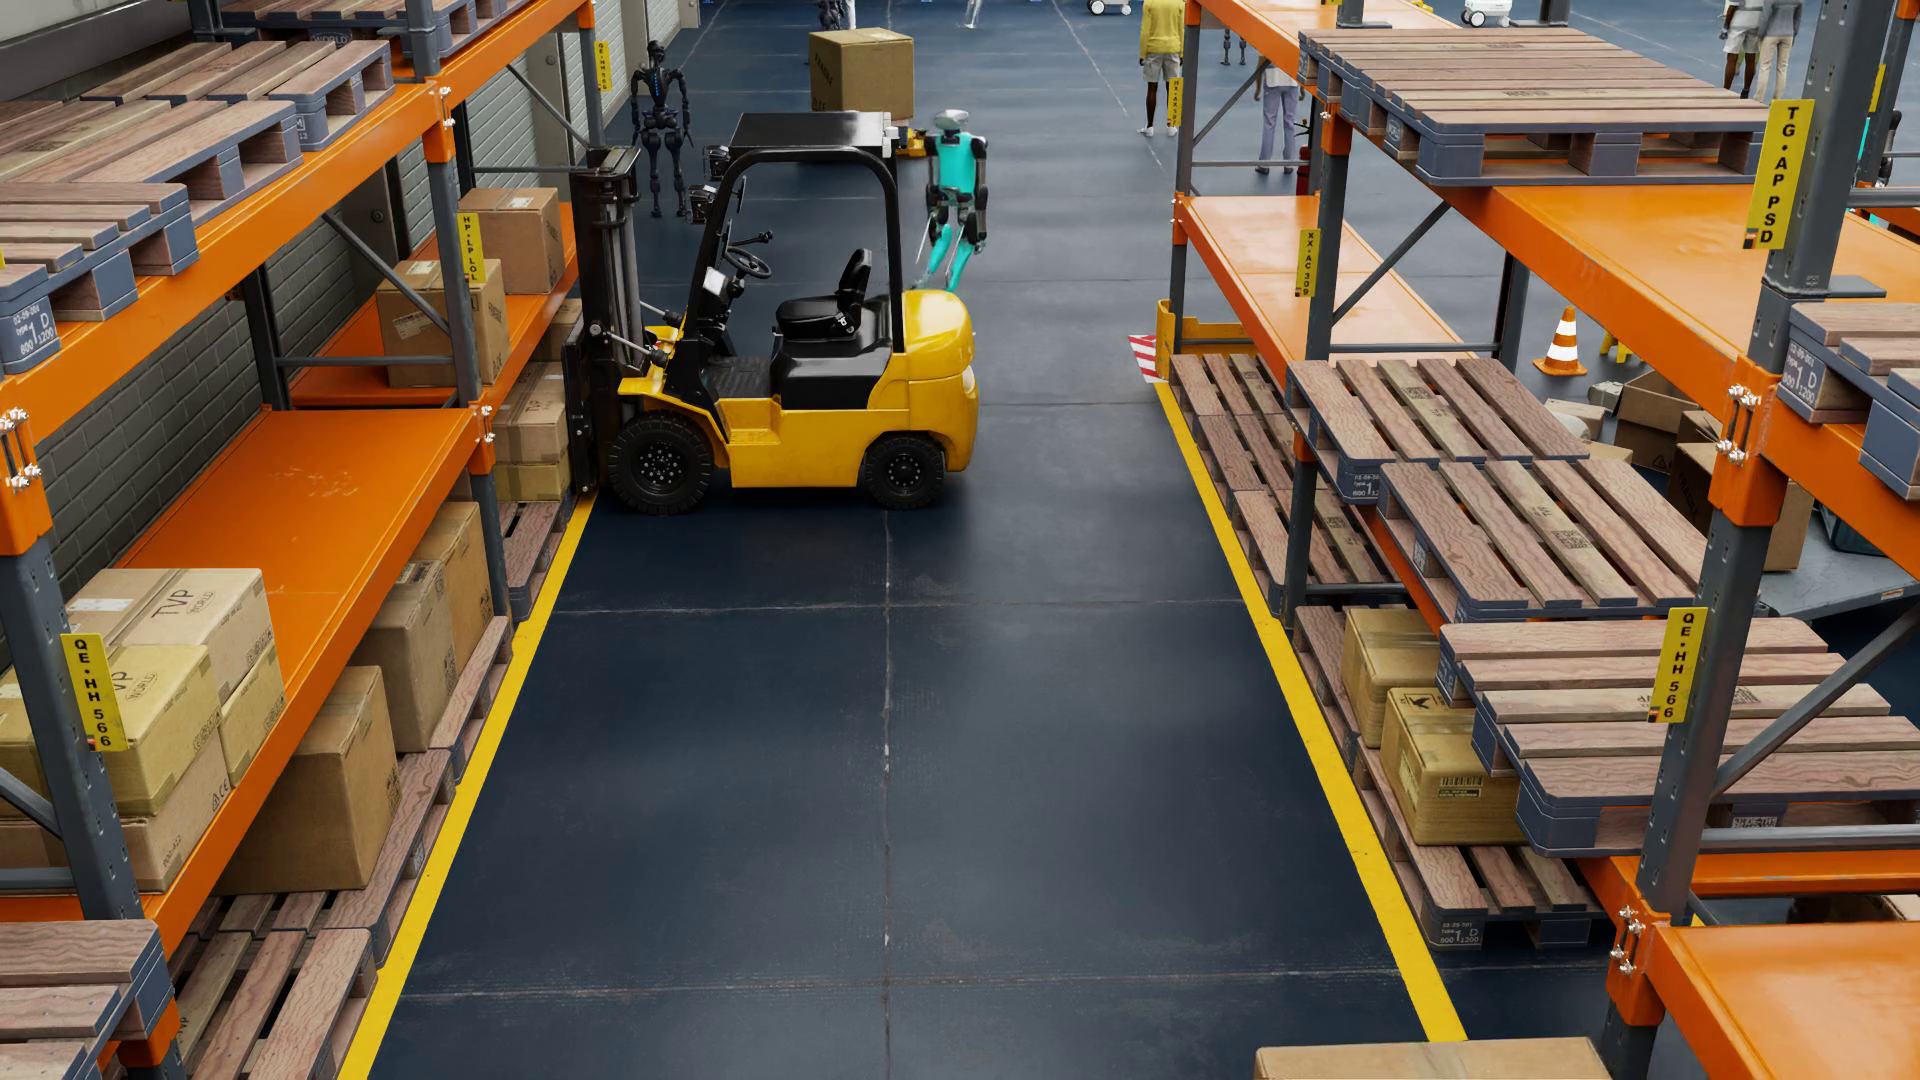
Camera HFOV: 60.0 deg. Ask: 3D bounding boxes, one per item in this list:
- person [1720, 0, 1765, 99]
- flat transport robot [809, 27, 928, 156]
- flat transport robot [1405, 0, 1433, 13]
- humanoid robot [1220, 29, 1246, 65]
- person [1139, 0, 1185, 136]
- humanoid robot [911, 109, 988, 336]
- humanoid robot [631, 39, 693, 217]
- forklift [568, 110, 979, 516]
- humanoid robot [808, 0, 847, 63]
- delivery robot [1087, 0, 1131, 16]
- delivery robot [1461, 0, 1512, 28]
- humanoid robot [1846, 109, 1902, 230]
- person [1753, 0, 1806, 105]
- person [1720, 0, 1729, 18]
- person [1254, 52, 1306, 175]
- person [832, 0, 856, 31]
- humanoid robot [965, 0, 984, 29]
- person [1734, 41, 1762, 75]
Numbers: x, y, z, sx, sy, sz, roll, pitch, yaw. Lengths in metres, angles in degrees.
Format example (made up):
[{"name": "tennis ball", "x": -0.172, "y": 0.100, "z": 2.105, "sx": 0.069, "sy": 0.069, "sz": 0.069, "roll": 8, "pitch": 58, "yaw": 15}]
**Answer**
[{"name": "person", "x": 10.029, "y": -6.568, "z": 21.228, "sx": 0.605, "sy": 1.965, "sz": 0.368, "roll": -1, "pitch": 25, "yaw": -2}, {"name": "flat transport robot", "x": -1.077, "y": -4.494, "z": 18.819, "sx": 1.431, "sy": 0.231, "sz": 0.659, "roll": -1, "pitch": 25, "yaw": -2}, {"name": "flat transport robot", "x": 7.481, "y": -9.351, "z": 29.107, "sx": 1.431, "sy": 0.231, "sz": 0.659, "roll": -1, "pitch": 25, "yaw": -2}, {"name": "humanoid robot", "x": 3.971, "y": -7.726, "z": 23.998, "sx": 0.599, "sy": 1.659, "sz": 0.315, "roll": -1, "pitch": 25, "yaw": -2}, {"name": "person", "x": 2.369, "y": -5.685, "z": 19.436, "sx": 0.544, "sy": 1.899, "sz": 0.377, "roll": -1, "pitch": 25, "yaw": -2}, {"name": "humanoid robot", "x": -0.191, "y": -2.234, "z": 12.353, "sx": 0.572, "sy": 1.785, "sz": 0.926, "roll": 15, "pitch": 29, "yaw": 29}, {"name": "humanoid robot", "x": -2.884, "y": -3.972, "z": 16.049, "sx": 0.601, "sy": 1.658, "sz": 0.313, "roll": -1, "pitch": 25, "yaw": -2}, {"name": "forklift", "x": -1.043, "y": -1.379, "z": 9.976, "sx": 2.313, "sy": 2.155, "sz": 1.214, "roll": -1, "pitch": 25, "yaw": -2}, {"name": "humanoid robot", "x": -1.875, "y": -7.634, "z": 23.864, "sx": 0.686, "sy": 1.625, "sz": 0.599, "roll": 8, "pitch": 26, "yaw": 16}, {"name": "delivery robot", "x": 2.601, "y": -9.429, "z": 28.902, "sx": 0.739, "sy": 0.566, "sz": 0.499, "roll": -1, "pitch": 25, "yaw": -2}, {"name": "delivery robot", "x": 8.771, "y": -8.827, "z": 27.628, "sx": 0.739, "sy": 0.566, "sz": 0.499, "roll": -1, "pitch": 25, "yaw": -2}, {"name": "humanoid robot", "x": 7.147, "y": -2.690, "z": 13.121, "sx": 0.533, "sy": 1.680, "sz": 0.735, "roll": -1, "pitch": 25, "yaw": -2}, {"name": "person", "x": 10.322, "y": -6.355, "z": 21.006, "sx": 0.524, "sy": 1.771, "sz": 0.302, "roll": -1, "pitch": 25, "yaw": -2}, {"name": "person", "x": 13.270, "y": -9.764, "z": 28.251, "sx": 0.572, "sy": 1.746, "sz": 0.350, "roll": -1, "pitch": 25, "yaw": -3}, {"name": "person", "x": 3.404, "y": -4.803, "z": 17.625, "sx": 0.565, "sy": 1.849, "sz": 0.390, "roll": -1, "pitch": 25, "yaw": -2}, {"name": "person", "x": -1.857, "y": -8.846, "z": 26.149, "sx": 0.574, "sy": 1.882, "sz": 0.356, "roll": -1, "pitch": 25, "yaw": -2}, {"name": "humanoid robot", "x": 0.206, "y": -9.190, "z": 27.145, "sx": 0.540, "sy": 1.849, "sz": 0.816, "roll": 16, "pitch": 29, "yaw": 30}, {"name": "person", "x": 11.078, "y": -7.377, "z": 23.229, "sx": 0.440, "sy": 1.718, "sz": 0.350, "roll": -1, "pitch": 25, "yaw": -2}]
